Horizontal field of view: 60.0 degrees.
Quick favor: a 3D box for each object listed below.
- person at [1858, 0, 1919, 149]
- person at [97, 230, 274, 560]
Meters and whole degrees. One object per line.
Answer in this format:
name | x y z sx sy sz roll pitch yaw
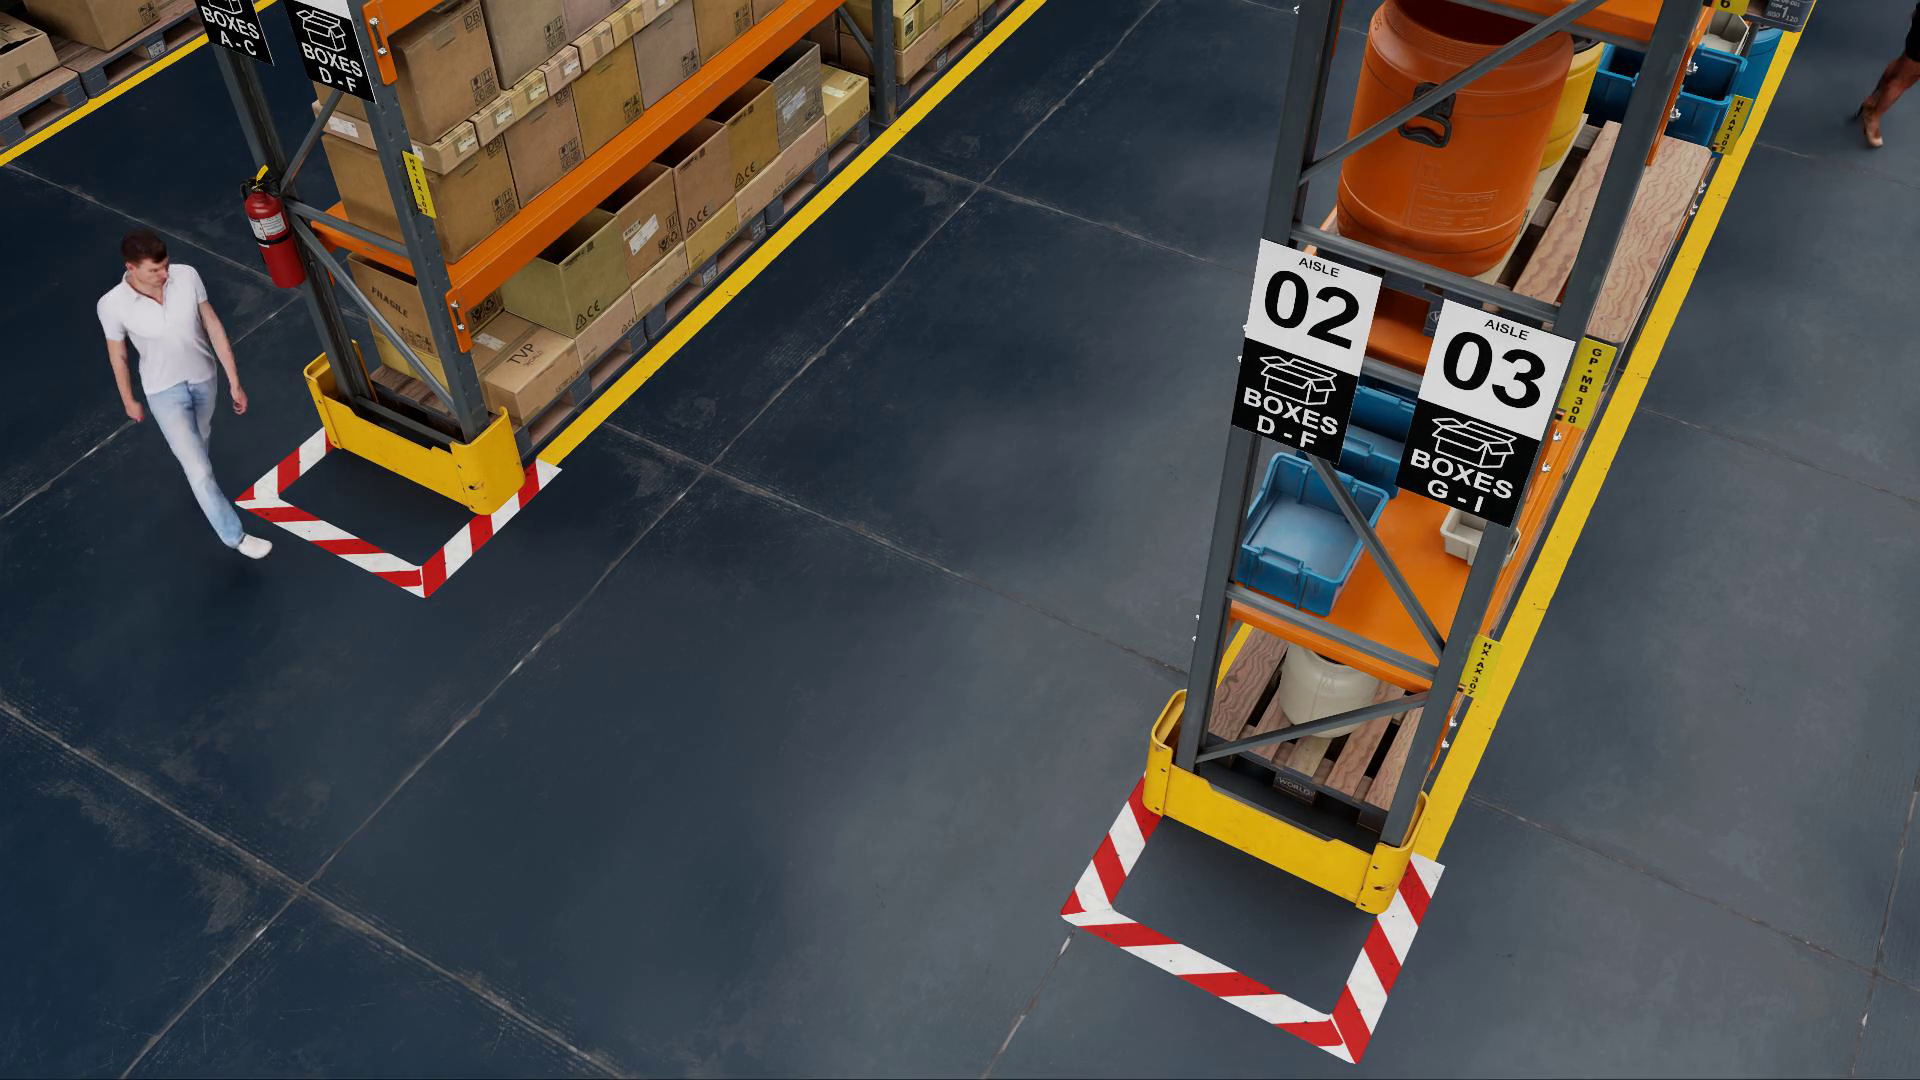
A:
person | 6.088 -3.234 10.521 0.796 1.619 0.529 15 49 13
person | -3.850 -0.804 8.163 0.879 1.785 1.181 36 57 28
